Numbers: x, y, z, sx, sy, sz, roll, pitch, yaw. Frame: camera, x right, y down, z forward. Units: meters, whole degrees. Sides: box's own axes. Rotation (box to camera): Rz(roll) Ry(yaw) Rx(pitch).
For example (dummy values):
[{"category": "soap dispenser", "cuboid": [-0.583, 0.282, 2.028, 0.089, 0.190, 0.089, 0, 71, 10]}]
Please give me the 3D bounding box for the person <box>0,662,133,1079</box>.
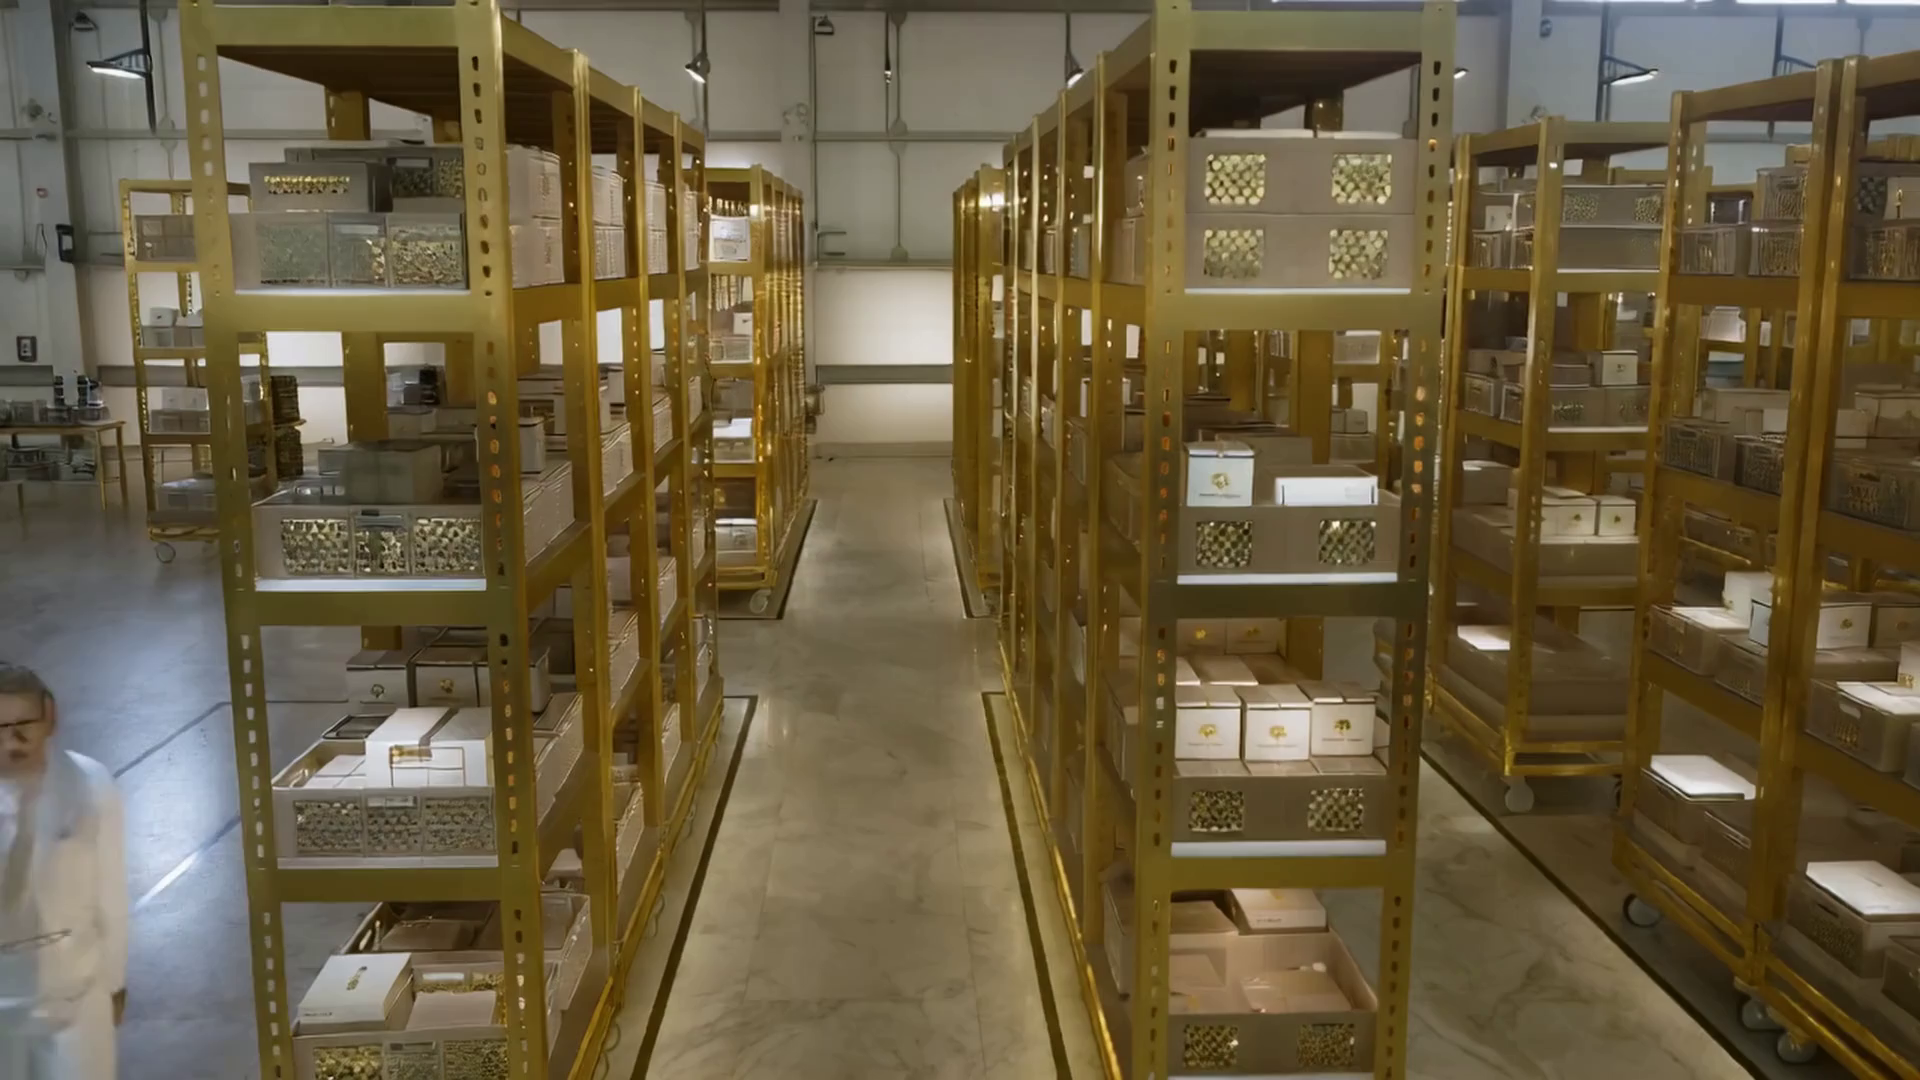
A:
[{"category": "person", "cuboid": [-2.641, 1.240, 4.623, 0.873, 1.875, 0.652, 10, 14, 44]}]
